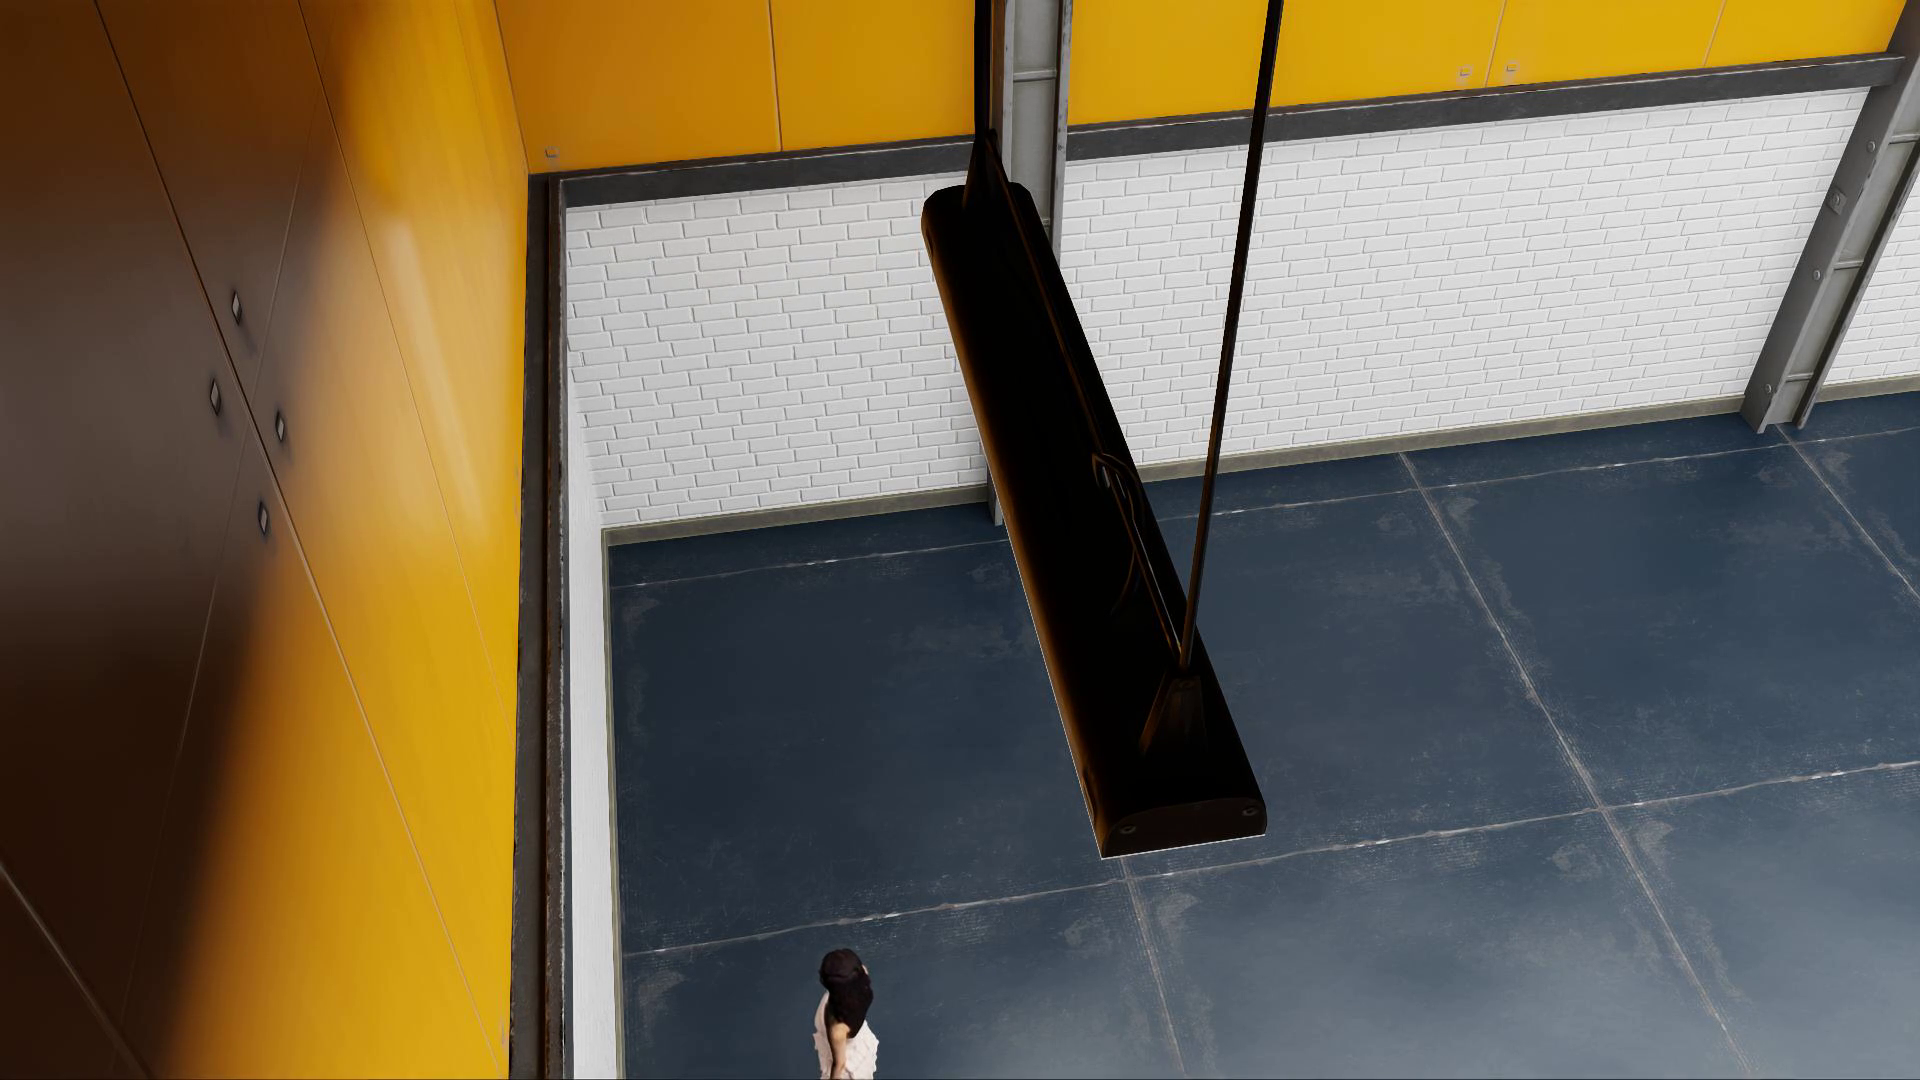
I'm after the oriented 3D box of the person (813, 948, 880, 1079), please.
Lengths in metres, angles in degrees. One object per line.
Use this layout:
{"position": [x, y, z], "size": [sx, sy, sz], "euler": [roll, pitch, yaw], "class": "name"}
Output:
{"position": [-0.534, 2.510, 8.086], "size": [0.660, 1.736, 0.653], "euler": [11, 45, 11], "class": "person"}
